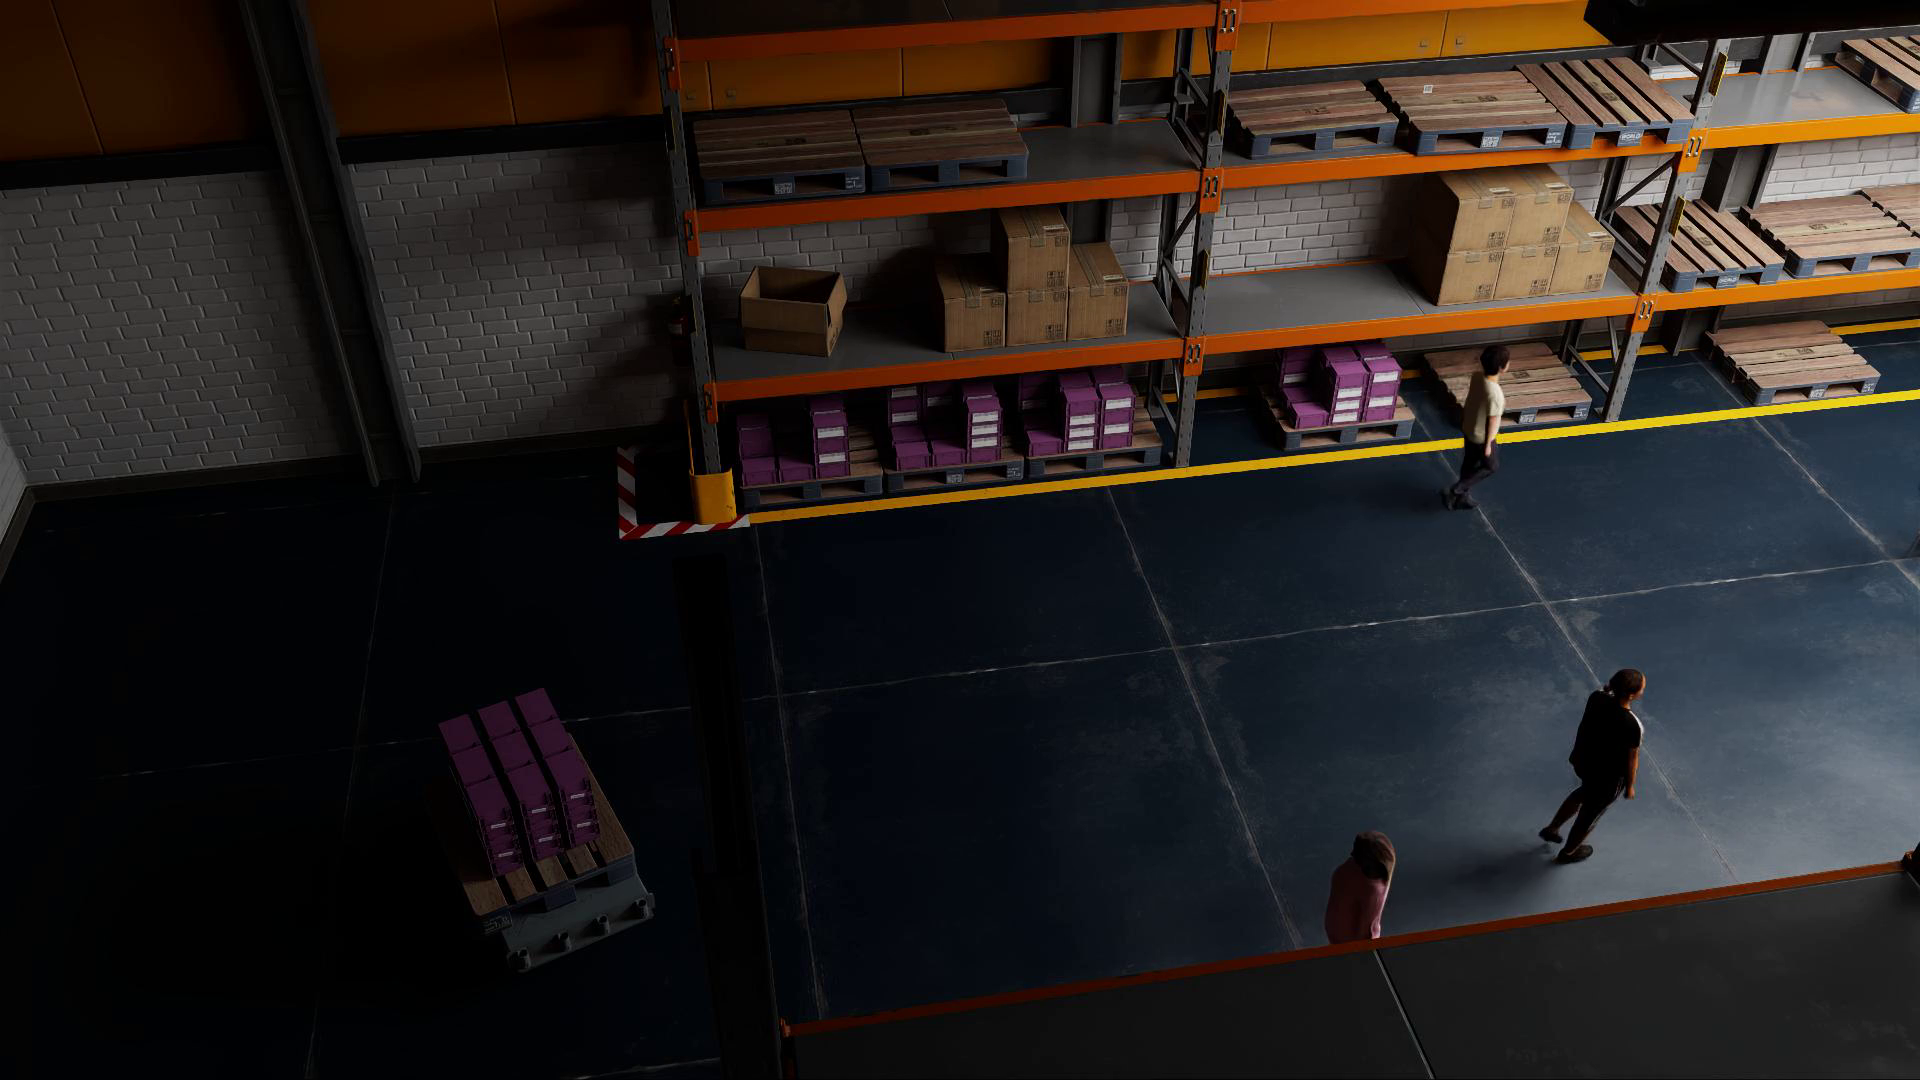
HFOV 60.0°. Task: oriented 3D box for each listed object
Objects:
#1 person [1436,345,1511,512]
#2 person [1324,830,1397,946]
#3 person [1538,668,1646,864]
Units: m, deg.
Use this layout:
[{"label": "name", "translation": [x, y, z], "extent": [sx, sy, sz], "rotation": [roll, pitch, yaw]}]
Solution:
[{"label": "person", "translation": [4.141, -0.856, 13.439], "extent": [0.651, 1.577, 0.595], "rotation": [-6, 39, -8]}, {"label": "person", "translation": [2.248, 2.237, 9.477], "extent": [0.598, 1.687, 0.636], "rotation": [1, 39, 1]}, {"label": "person", "translation": [3.969, 1.459, 10.475], "extent": [0.661, 1.658, 0.616], "rotation": [-11, 40, -14]}]
